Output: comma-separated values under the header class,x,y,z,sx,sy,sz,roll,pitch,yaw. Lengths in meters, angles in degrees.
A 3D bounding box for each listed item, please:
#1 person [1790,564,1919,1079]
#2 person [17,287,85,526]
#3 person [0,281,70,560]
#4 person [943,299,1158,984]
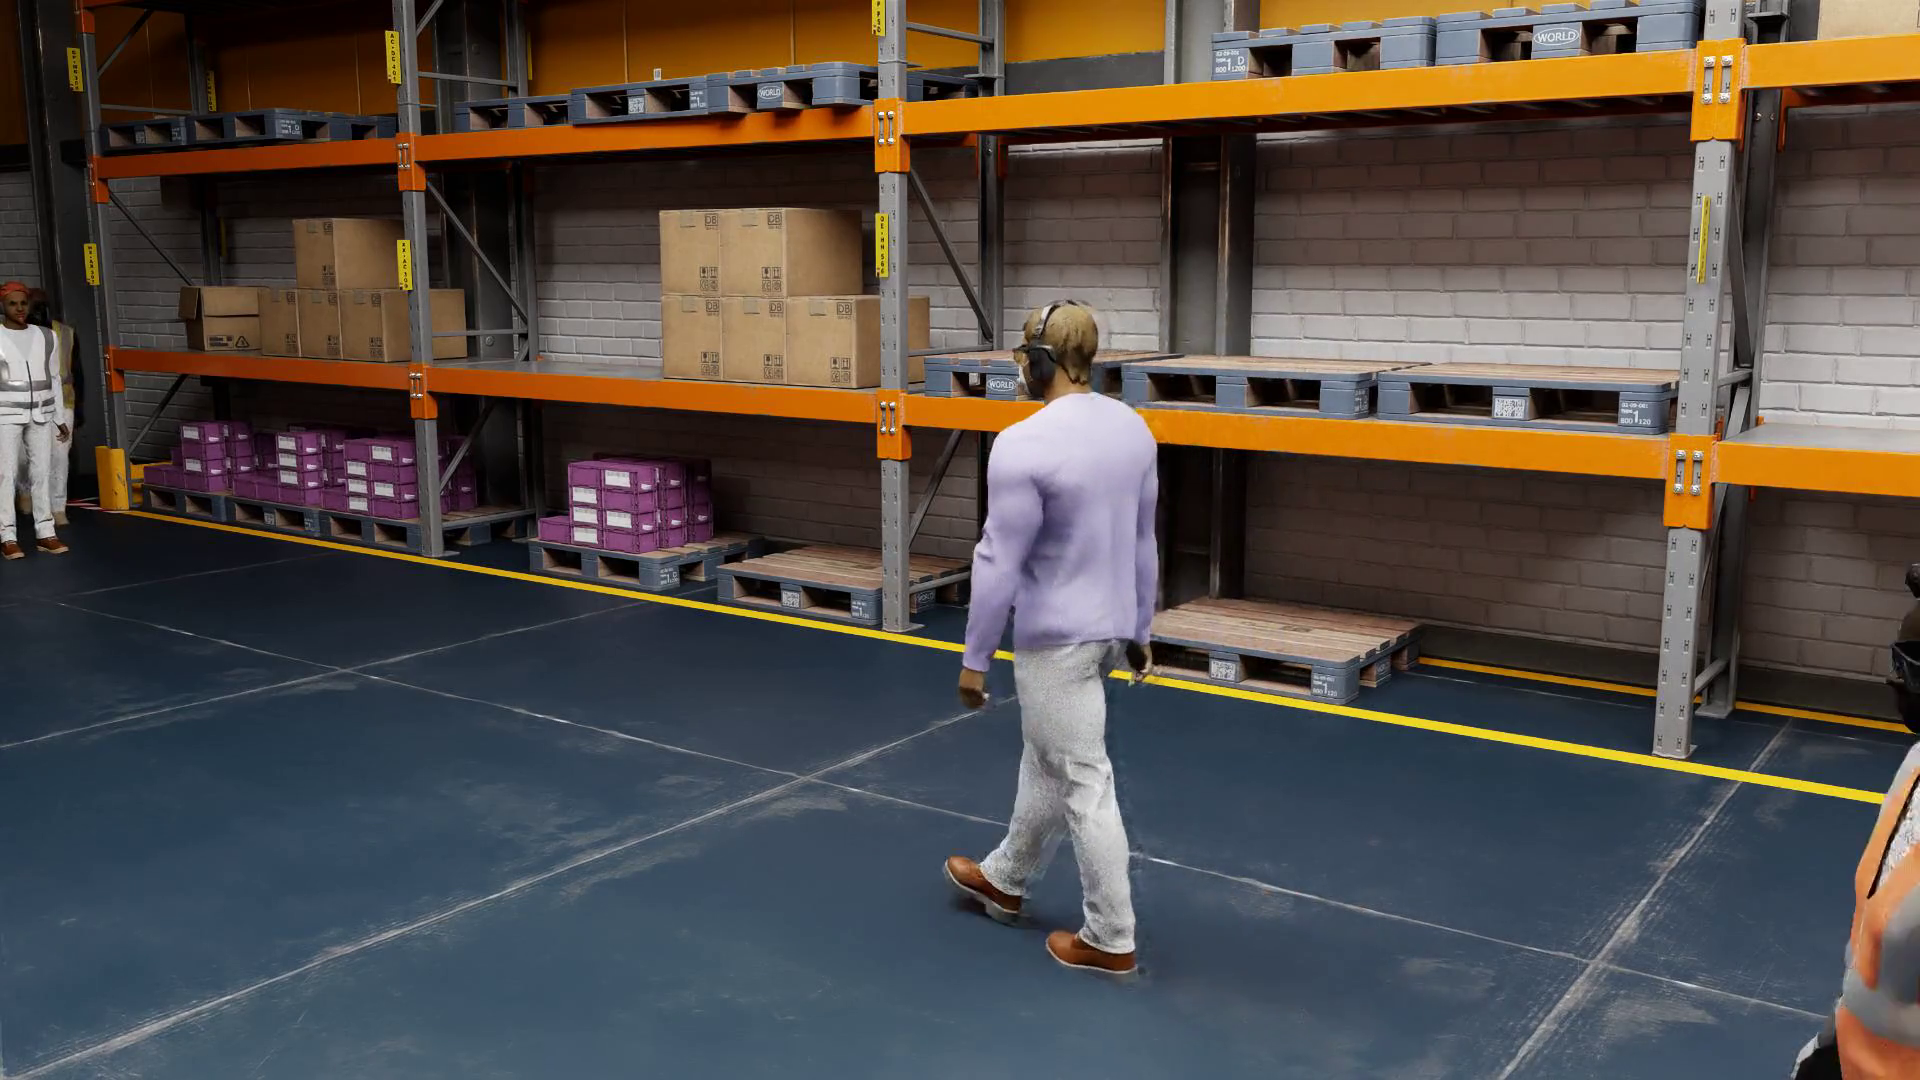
class,x,y,z,sx,sy,sz,roll,pitch,yaw
person,1.445,0.818,2.309,0.863,1.659,0.532,4,10,22
person,-7.074,-1.027,12.789,0.636,1.826,0.543,-7,12,-38
person,-6.408,-0.818,11.377,0.349,1.882,0.577,7,12,36
person,0.189,0.274,4.795,0.900,1.906,0.655,8,12,38
